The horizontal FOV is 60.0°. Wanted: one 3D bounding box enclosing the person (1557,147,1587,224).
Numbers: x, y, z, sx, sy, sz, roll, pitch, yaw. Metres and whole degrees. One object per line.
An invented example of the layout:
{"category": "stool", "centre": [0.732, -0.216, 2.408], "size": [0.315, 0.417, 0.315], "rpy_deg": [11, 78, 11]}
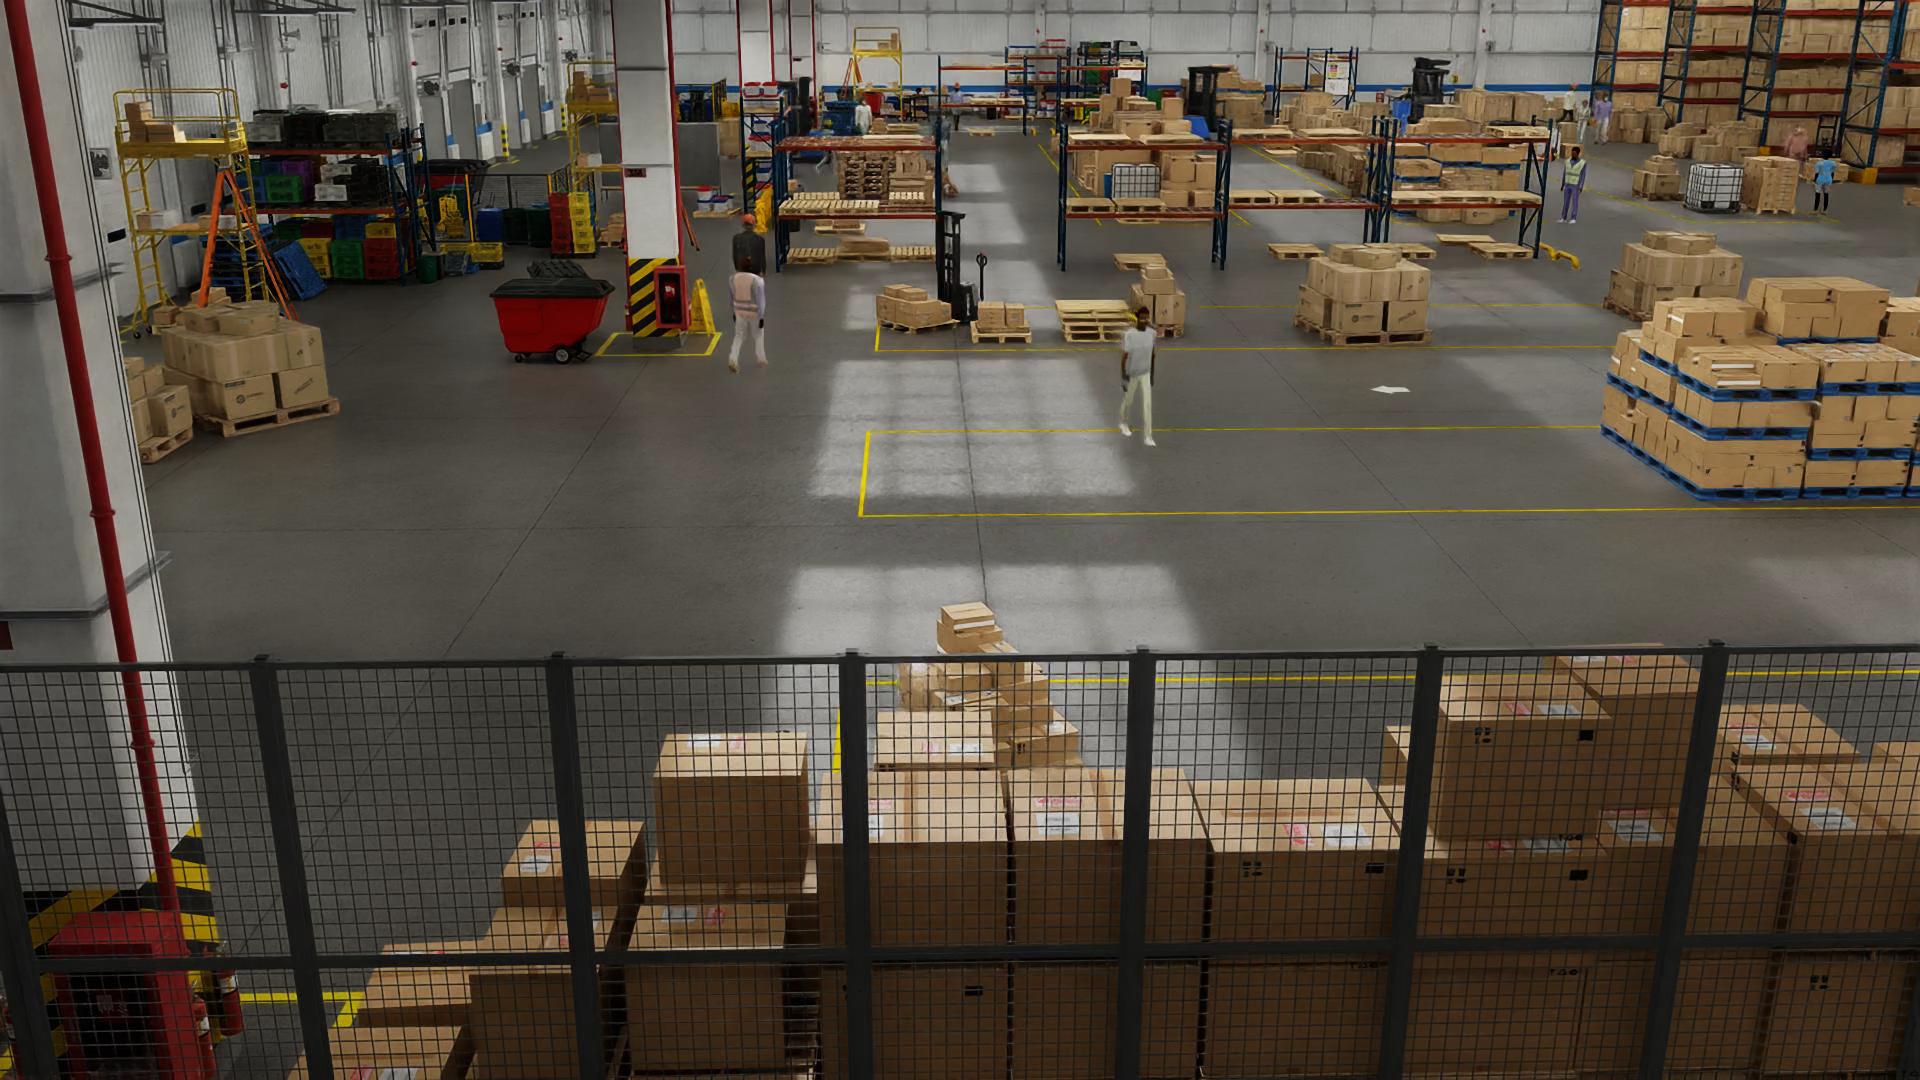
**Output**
{"category": "person", "centre": [15.426, -8.933, 41.863], "size": [0.391, 1.913, 0.587], "rpy_deg": [-16, 25, -40]}

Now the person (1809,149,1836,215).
{"category": "person", "centre": [22.512, -9.331, 43.376], "size": [0.532, 1.697, 0.320], "rpy_deg": [-1, 19, -2]}

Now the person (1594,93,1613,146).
{"category": "person", "centre": [23.866, -15.633, 61.784], "size": [0.647, 1.893, 1.009], "rpy_deg": [2, 19, 6]}

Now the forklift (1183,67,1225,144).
{"category": "forklift", "centre": [8.780, -15.999, 61.334], "size": [1.873, 2.768, 1.129], "rpy_deg": [-13, 22, -33]}

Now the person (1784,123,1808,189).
{"category": "person", "centre": [24.616, -11.337, 49.048], "size": [0.650, 1.883, 0.822], "rpy_deg": [-2, 19, -5]}

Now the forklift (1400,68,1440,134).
{"category": "forklift", "centre": [16.977, -15.887, 61.000], "size": [1.129, 2.768, 1.873], "rpy_deg": [-1, 19, -2]}

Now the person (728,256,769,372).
{"category": "person", "centre": [-3.343, -3.532, 26.021], "size": [0.634, 1.807, 0.940], "rpy_deg": [7, 20, 20]}

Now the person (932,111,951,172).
{"category": "person", "centre": [-0.604, -12.794, 53.369], "size": [0.639, 1.895, 1.041], "rpy_deg": [-4, 19, -11]}

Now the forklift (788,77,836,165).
{"category": "forklift", "centre": [-5.106, -13.900, 55.106], "size": [1.873, 2.768, 1.129], "rpy_deg": [-1, 19, -1]}

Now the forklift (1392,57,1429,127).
{"category": "forklift", "centre": [18.980, -18.498, 68.746], "size": [1.873, 2.768, 1.129], "rpy_deg": [-1, 19, -1]}

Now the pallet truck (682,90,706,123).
{"category": "pallet truck", "centre": [-9.671, -15.907, 62.421], "size": [0.823, 1.965, 1.885], "rpy_deg": [5, 19, 15]}

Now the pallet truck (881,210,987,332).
{"category": "pallet truck", "centre": [-0.493, -4.759, 29.349], "size": [1.885, 1.965, 0.823], "rpy_deg": [-13, 23, -34]}

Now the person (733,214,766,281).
{"category": "person", "centre": [-3.748, -4.821, 29.639], "size": [0.604, 1.949, 1.034], "rpy_deg": [0, 19, -1]}

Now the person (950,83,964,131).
{"category": "person", "centre": [-0.112, -17.564, 67.506], "size": [0.565, 1.885, 0.973], "rpy_deg": [-2, 19, -6]}

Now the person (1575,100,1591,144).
{"category": "person", "centre": [23.344, -15.674, 62.308], "size": [0.523, 1.617, 0.674], "rpy_deg": [14, 23, 35]}

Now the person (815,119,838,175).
{"category": "person", "centre": [-4.188, -12.340, 52.258], "size": [0.684, 1.718, 0.493], "rpy_deg": [-10, 21, -27]}

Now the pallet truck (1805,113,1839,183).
{"category": "pallet truck", "centre": [26.403, -11.957, 50.702], "size": [0.823, 1.965, 1.885], "rpy_deg": [6, 19, 16]}

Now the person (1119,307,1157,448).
{"category": "person", "centre": [2.360, -2.203, 22.043], "size": [0.533, 1.831, 0.990], "rpy_deg": [-6, 19, -16]}

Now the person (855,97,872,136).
{"category": "person", "centre": [-3.488, -14.965, 59.770], "size": [0.634, 1.910, 0.927], "rpy_deg": [-12, 22, -31]}

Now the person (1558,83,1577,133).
{"category": "person", "centre": [24.352, -17.318, 66.681], "size": [0.972, 1.958, 0.630], "rpy_deg": [-4, 19, -12]}
